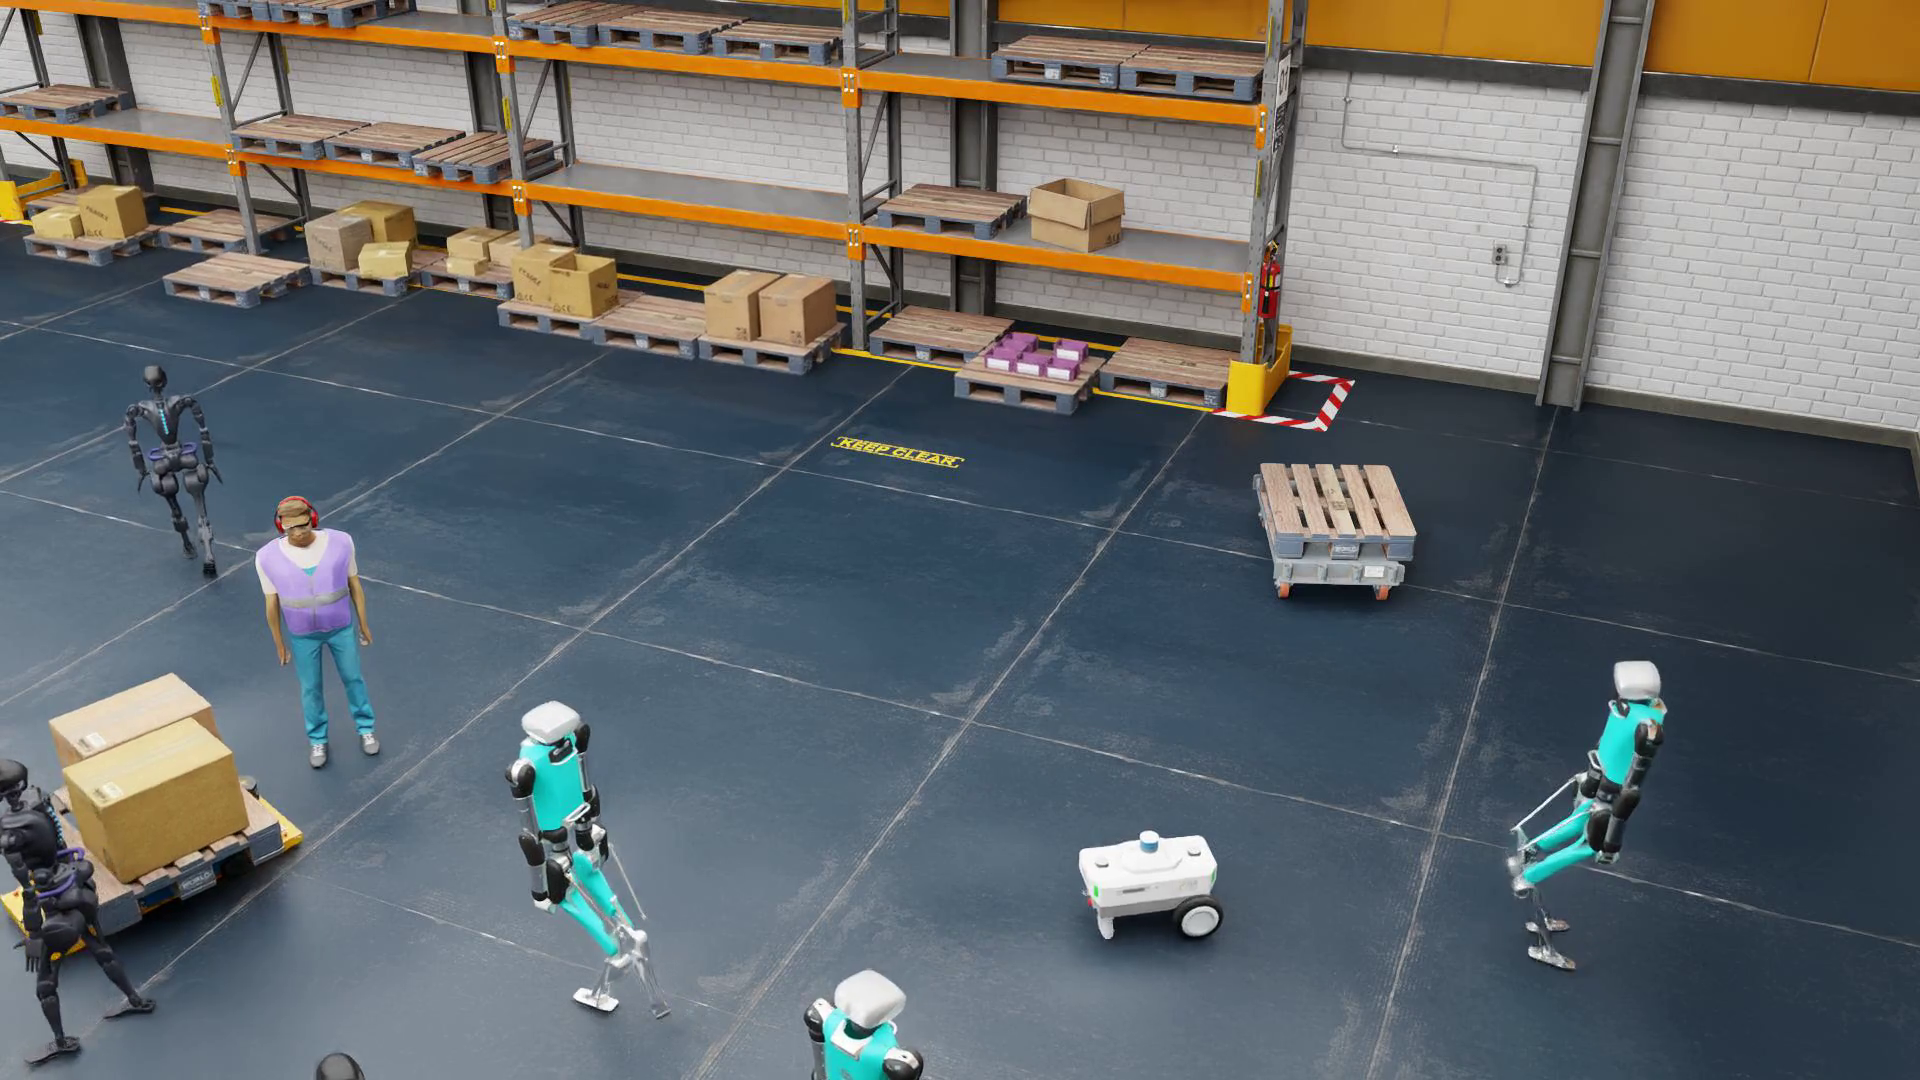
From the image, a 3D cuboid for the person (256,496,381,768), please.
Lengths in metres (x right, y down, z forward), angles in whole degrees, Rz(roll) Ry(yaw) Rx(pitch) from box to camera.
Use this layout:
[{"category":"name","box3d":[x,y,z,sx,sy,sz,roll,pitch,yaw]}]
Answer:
[{"category":"person","box3d":[-3.918,0.538,10.186,0.563,1.837,0.400,-12,30,-22]}]

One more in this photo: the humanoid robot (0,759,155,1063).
[{"category":"humanoid robot","box3d":[-4.376,1.734,8.038,0.519,1.636,0.600,-5,28,-10]}]

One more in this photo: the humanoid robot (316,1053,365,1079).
[{"category":"humanoid robot","box3d":[-2.230,2.621,6.330,0.596,1.634,0.630,-24,36,-38]}]

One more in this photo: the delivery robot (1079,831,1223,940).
[{"category":"delivery robot","box3d":[1.045,1.851,9.046,0.780,0.609,0.515,-5,28,-10]}]

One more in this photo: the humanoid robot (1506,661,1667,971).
[{"category":"humanoid robot","box3d":[3.128,1.399,8.556,0.723,1.738,0.533,2,27,5]}]

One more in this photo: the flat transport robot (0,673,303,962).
[{"category":"flat transport robot","box3d":[-4.551,1.822,9.398,0.659,0.231,1.431,23,35,38]}]

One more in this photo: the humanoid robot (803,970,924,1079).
[{"category":"humanoid robot","box3d":[-0.231,2.412,6.751,0.542,1.872,0.742,20,33,33]}]

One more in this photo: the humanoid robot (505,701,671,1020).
[{"category":"humanoid robot","box3d":[-1.726,1.696,8.152,0.776,1.891,0.545,12,30,22]}]

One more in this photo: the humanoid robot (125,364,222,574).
[{"category":"humanoid robot","box3d":[-5.876,-0.524,12.450,0.595,1.636,0.736,-13,30,-23]}]
